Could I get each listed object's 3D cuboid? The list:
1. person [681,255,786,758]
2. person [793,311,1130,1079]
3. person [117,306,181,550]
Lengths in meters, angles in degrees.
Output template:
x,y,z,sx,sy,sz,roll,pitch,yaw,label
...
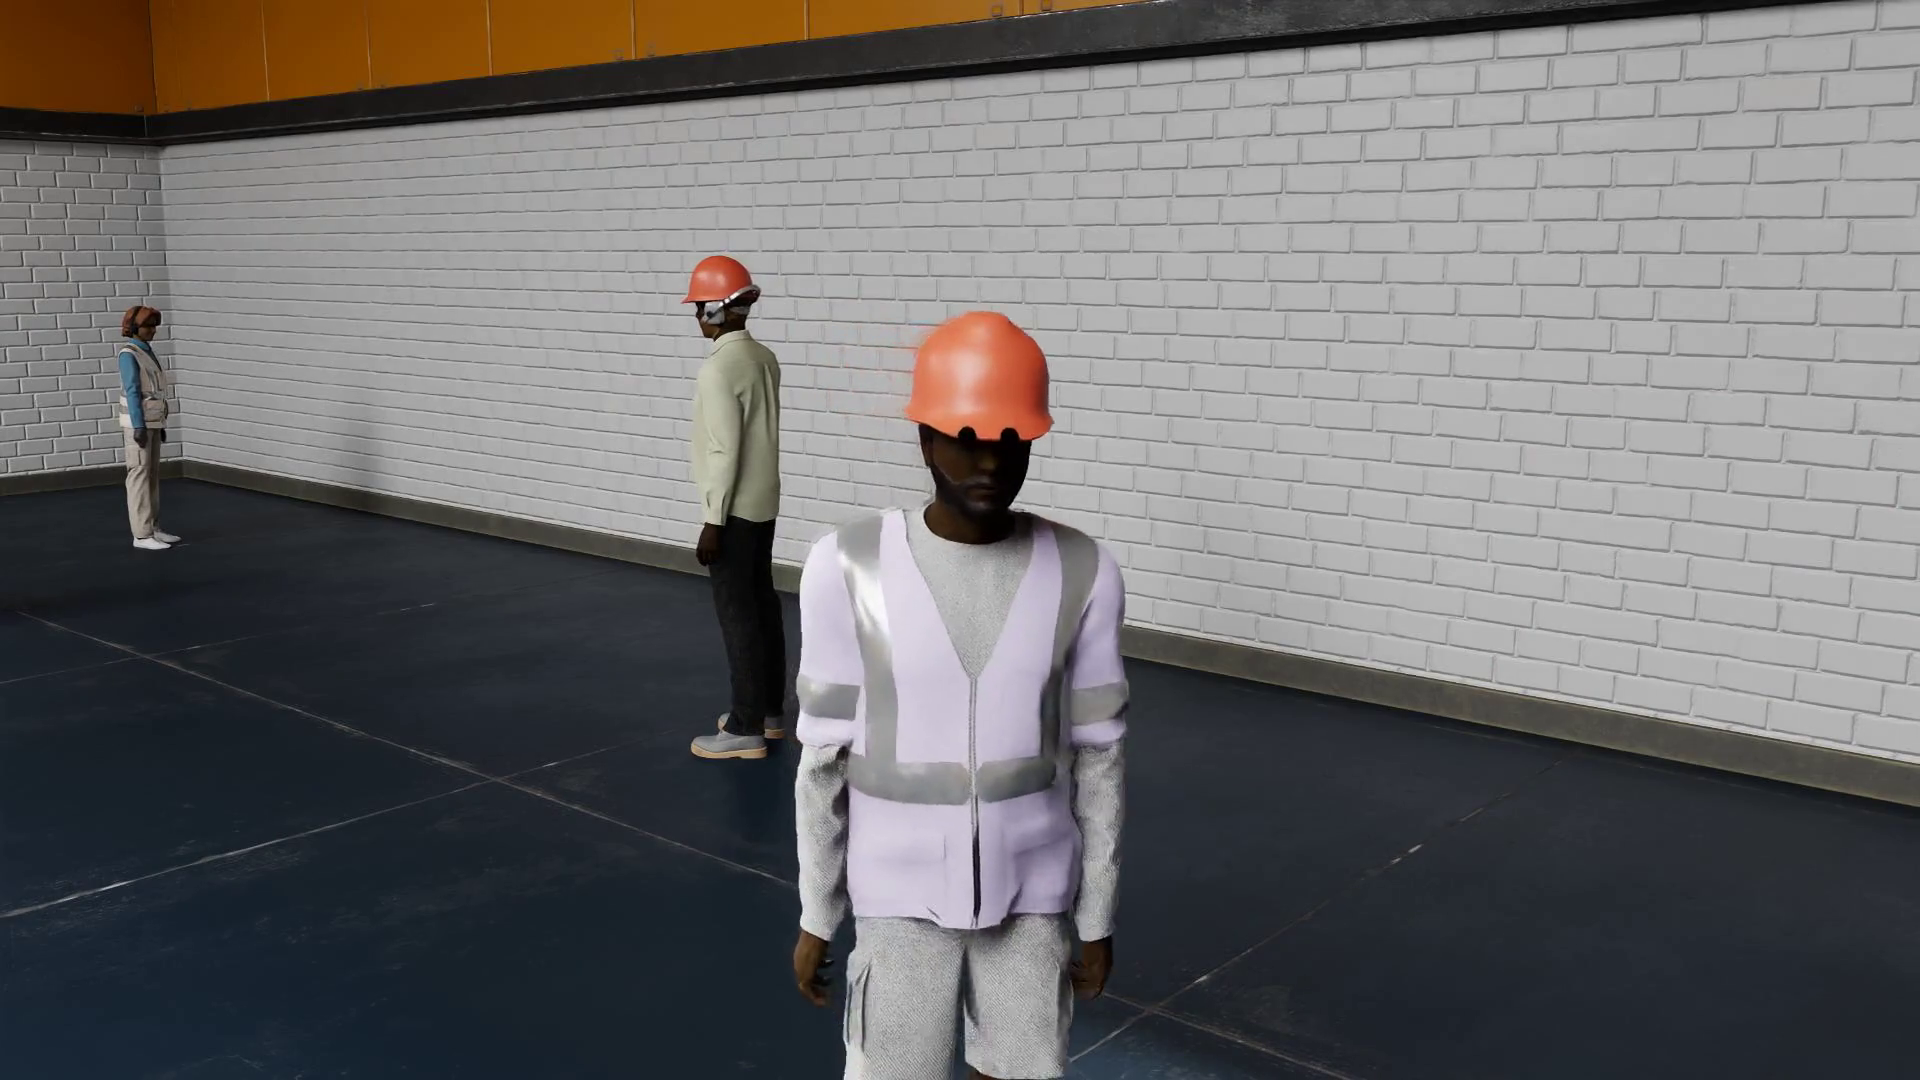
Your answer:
x,y,z,sx,sy,sz,roll,pitch,yaw,label
-0.905,-0.127,6.638,0.397,1.990,0.622,2,10,13,person
-0.001,0.577,2.825,0.573,1.925,0.496,-2,10,-9,person
-5.506,-0.758,11.243,0.312,1.638,0.512,-2,10,-11,person
